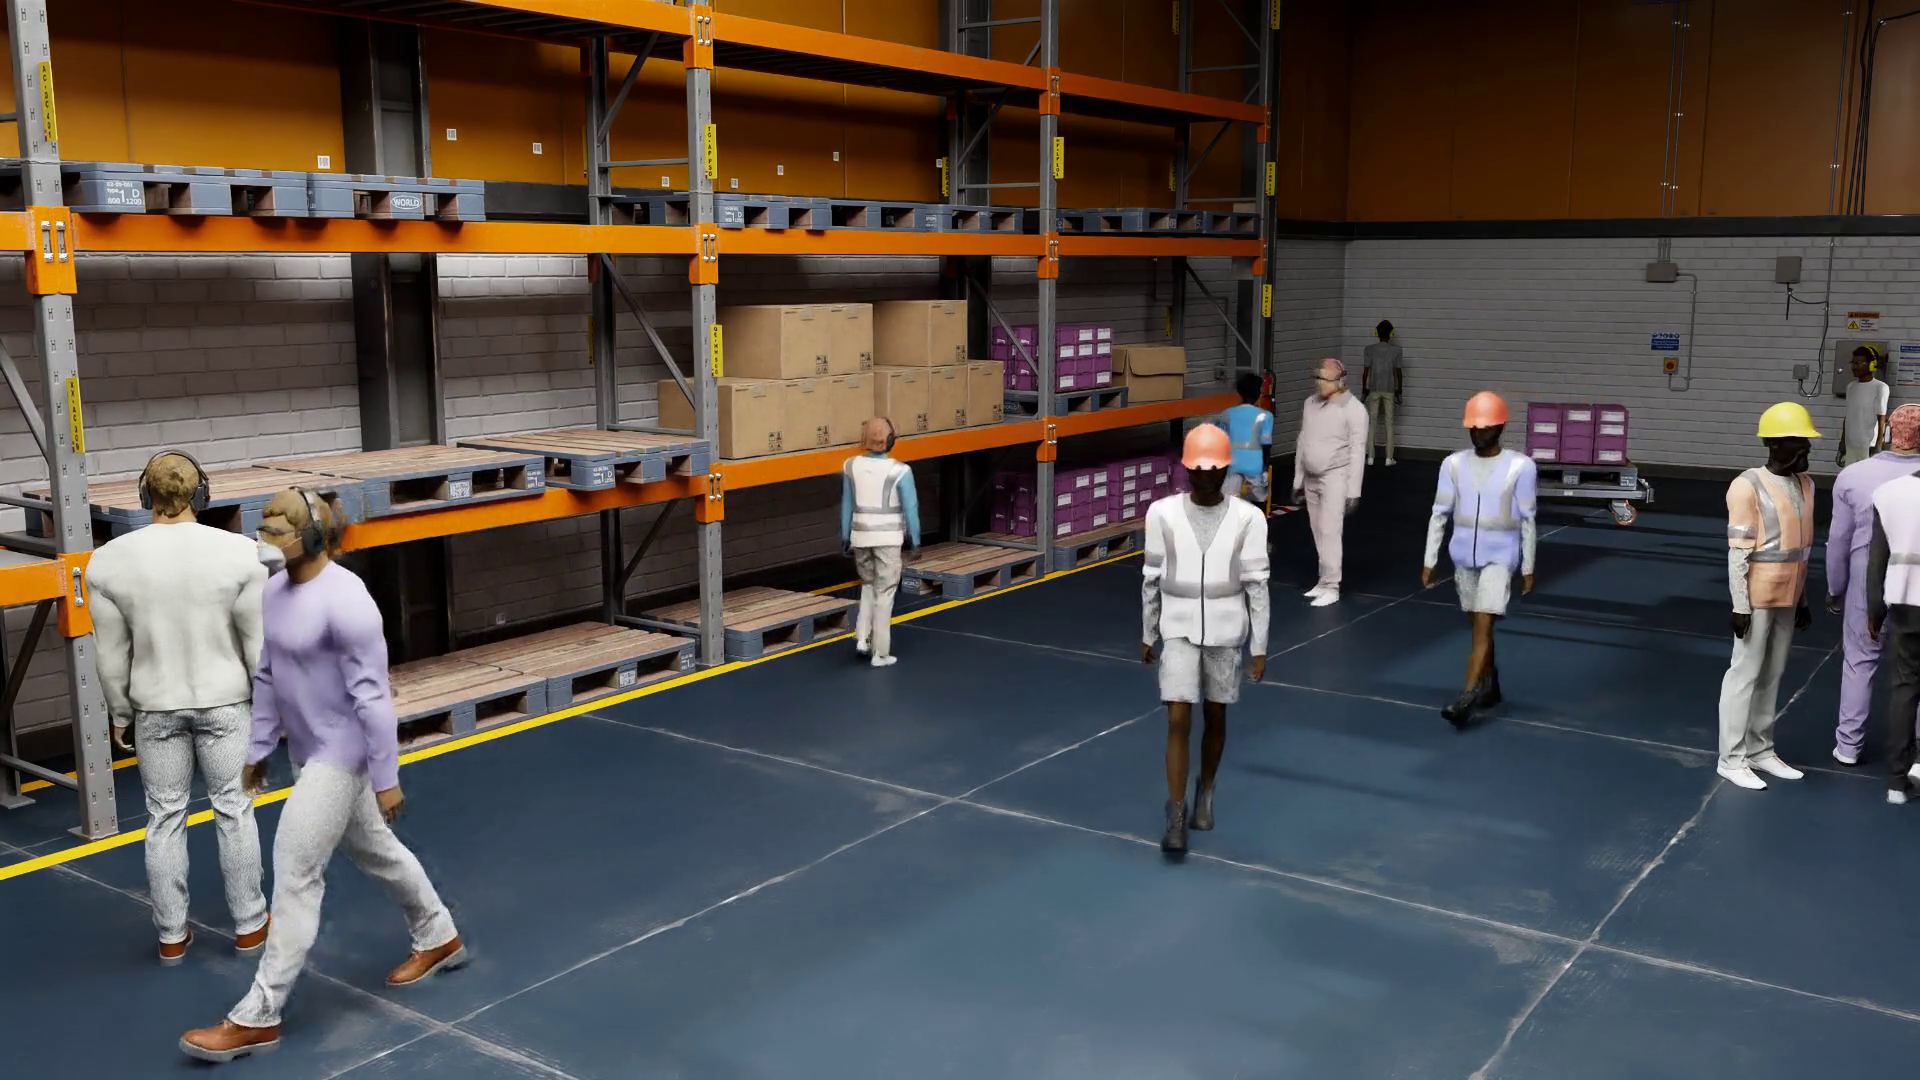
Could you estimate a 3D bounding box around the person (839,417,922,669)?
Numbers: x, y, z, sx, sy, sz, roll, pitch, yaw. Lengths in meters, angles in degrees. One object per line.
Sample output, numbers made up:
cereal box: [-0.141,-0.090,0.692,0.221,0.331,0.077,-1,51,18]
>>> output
person: [-0.500,0.020,10.733,0.550,1.624,0.405,5,11,27]

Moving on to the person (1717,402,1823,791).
person: [4.063,0.274,8.338,0.588,1.930,0.358,-6,11,-32]

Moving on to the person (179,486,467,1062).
person: [-2.171,0.741,5.709,1.052,1.885,0.647,-9,13,-42]

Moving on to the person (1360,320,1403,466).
person: [5.425,-1.887,21.387,0.535,1.869,0.314,3,10,18]

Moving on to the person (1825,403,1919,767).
person: [4.811,0.249,8.554,0.651,1.906,0.409,5,11,30]

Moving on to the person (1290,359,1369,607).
person: [2.817,-0.445,12.809,0.502,1.893,0.656,-5,11,-27]

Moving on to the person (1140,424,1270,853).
person: [1.082,0.445,7.389,0.575,1.900,0.902,1,10,9]

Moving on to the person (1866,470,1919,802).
person: [4.680,0.339,7.995,0.422,1.909,0.643,-8,13,-40]

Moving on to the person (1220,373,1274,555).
person: [2.487,-0.632,14.557,0.543,1.654,0.862,7,12,35]

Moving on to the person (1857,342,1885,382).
person: [9.895,-1.291,18.208,0.493,1.743,0.301,-8,12,-40]

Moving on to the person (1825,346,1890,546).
person: [8.166,-0.823,15.089,0.316,1.861,0.514,-2,10,-10]

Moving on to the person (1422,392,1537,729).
person: [2.940,0.104,9.480,0.573,1.879,1.001,7,12,38]

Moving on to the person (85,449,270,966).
person: [-2.865,0.627,6.210,0.632,1.940,0.372,-3,10,-15]
